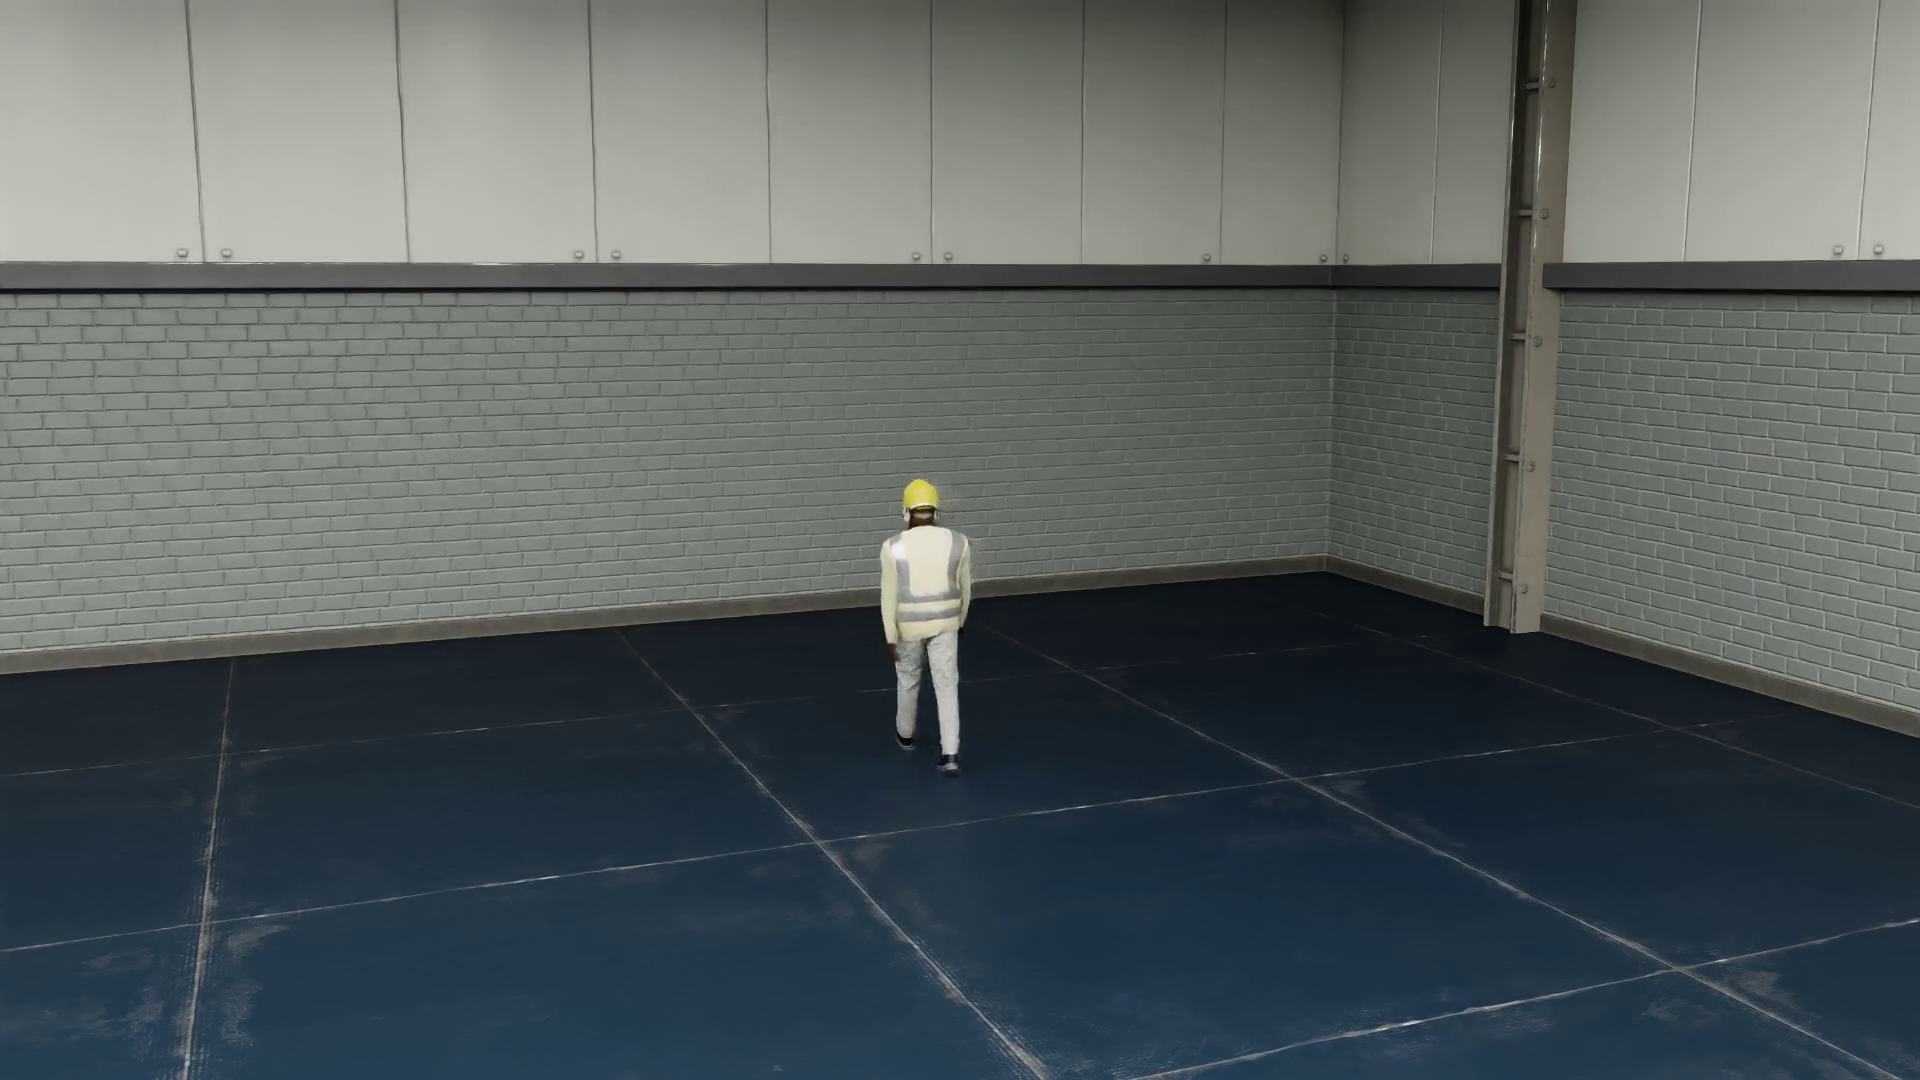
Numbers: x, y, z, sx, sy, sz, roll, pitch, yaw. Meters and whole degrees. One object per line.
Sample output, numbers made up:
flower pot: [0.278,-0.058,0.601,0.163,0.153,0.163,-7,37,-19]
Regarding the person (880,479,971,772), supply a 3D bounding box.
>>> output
person: [-0.209,0.516,10.304,0.585,1.788,0.970,-2,9,-11]
